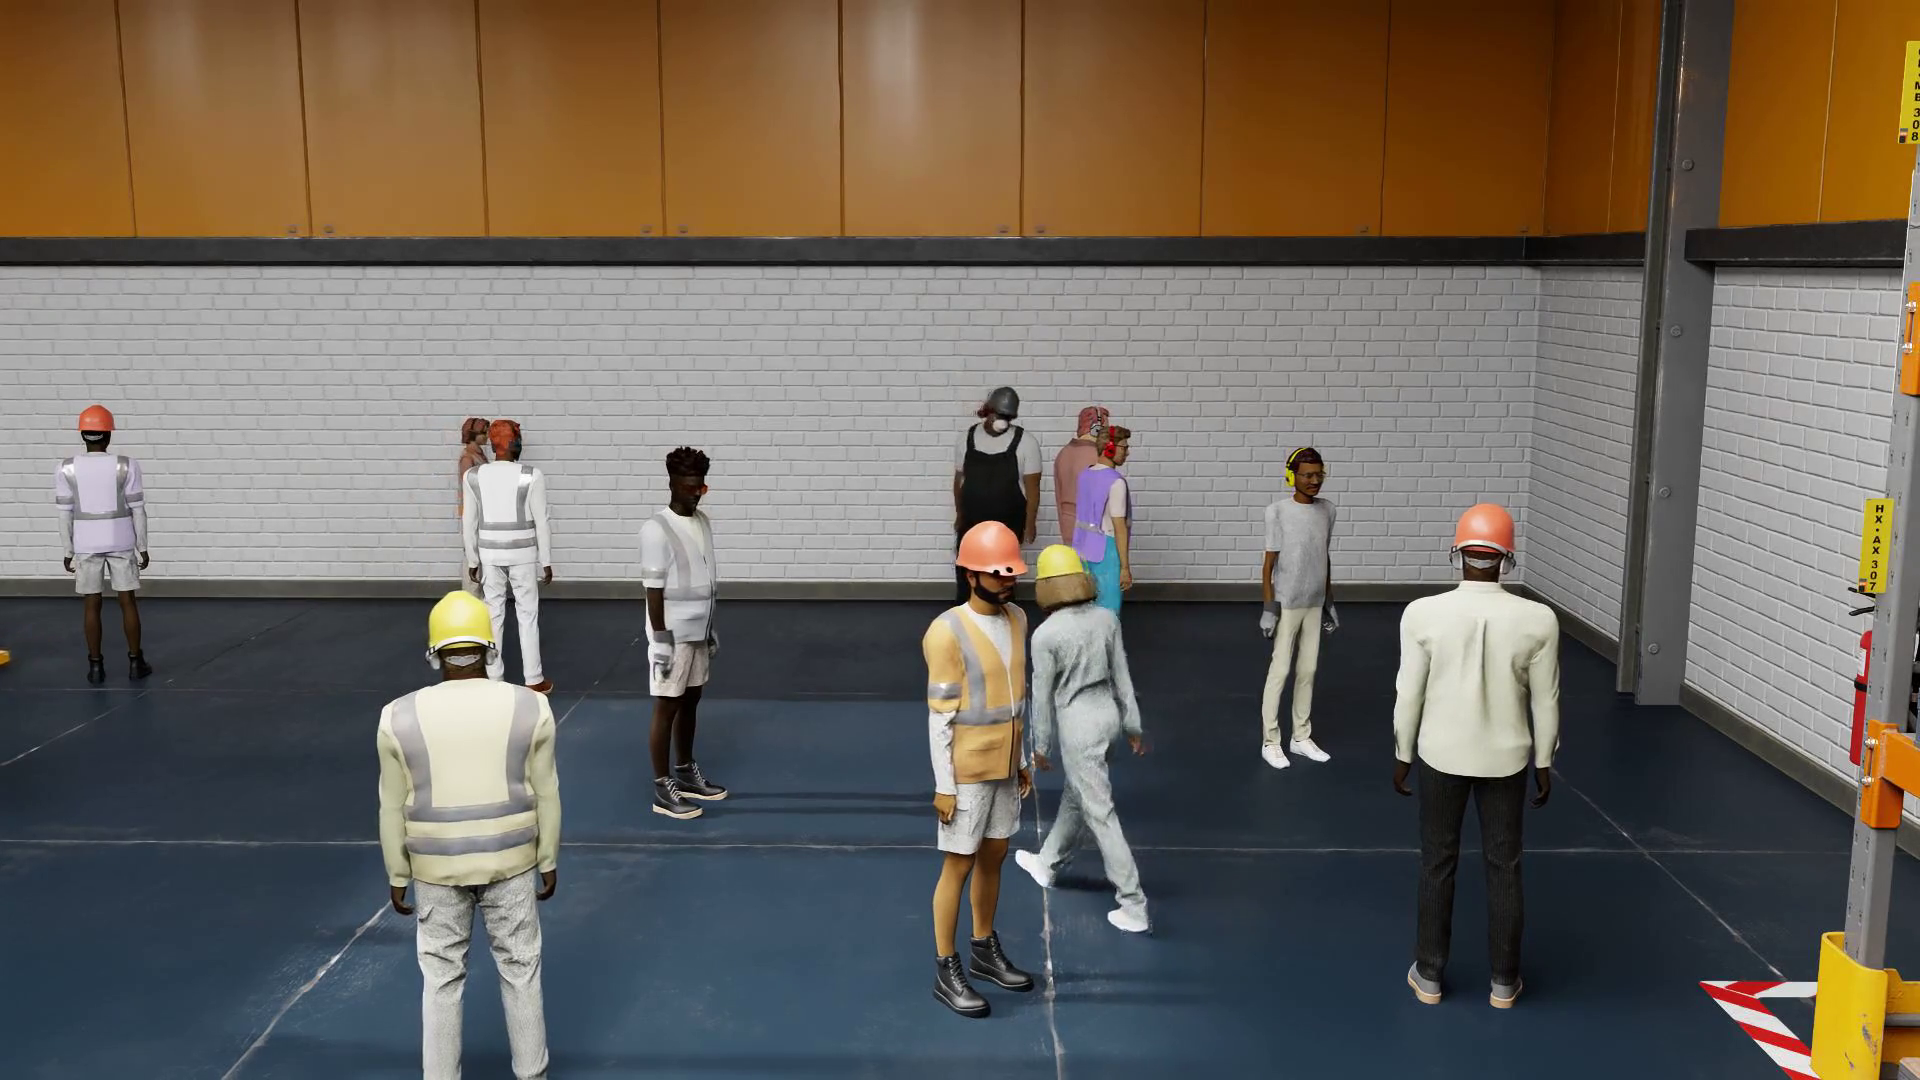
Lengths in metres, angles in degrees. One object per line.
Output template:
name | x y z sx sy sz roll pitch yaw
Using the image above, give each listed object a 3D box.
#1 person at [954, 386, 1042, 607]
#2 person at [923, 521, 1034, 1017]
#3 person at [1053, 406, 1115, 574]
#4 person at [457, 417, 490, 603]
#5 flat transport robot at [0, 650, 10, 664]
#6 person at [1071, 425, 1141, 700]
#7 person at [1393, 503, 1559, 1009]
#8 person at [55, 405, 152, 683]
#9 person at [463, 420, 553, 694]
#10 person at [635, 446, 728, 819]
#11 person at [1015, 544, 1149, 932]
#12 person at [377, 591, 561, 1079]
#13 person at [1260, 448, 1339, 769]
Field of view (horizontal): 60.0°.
person | 0.277 -0.212 12.746 0.707 2.000 0.545 2 10 13
person | 0.108 0.879 6.519 0.372 1.935 0.551 8 12 39
person | 0.944 -0.012 11.967 0.406 1.903 0.636 -5 11 -26
person | -4.048 -0.208 13.926 0.310 1.636 0.523 -1 10 -5
flat transport robot | -7.438 0.880 11.491 0.652 0.197 1.431 4 10 20
person | 0.957 0.151 11.173 0.391 1.838 0.563 -4 10 -24
person | 2.019 0.846 6.542 0.622 1.992 0.394 2 10 12
person | -5.965 0.029 11.607 0.552 1.935 0.360 -4 10 -22
person | -3.021 0.134 11.146 0.582 1.880 0.338 1 9 3
person | -1.473 0.477 8.857 0.373 1.960 0.601 3 10 19
person | 0.548 0.856 7.433 0.521 1.663 0.919 -8 13 -41
person | -1.659 1.080 5.669 0.591 1.823 0.403 -3 10 -16
person | 1.981 0.389 9.673 0.533 1.864 0.311 -5 11 -27
